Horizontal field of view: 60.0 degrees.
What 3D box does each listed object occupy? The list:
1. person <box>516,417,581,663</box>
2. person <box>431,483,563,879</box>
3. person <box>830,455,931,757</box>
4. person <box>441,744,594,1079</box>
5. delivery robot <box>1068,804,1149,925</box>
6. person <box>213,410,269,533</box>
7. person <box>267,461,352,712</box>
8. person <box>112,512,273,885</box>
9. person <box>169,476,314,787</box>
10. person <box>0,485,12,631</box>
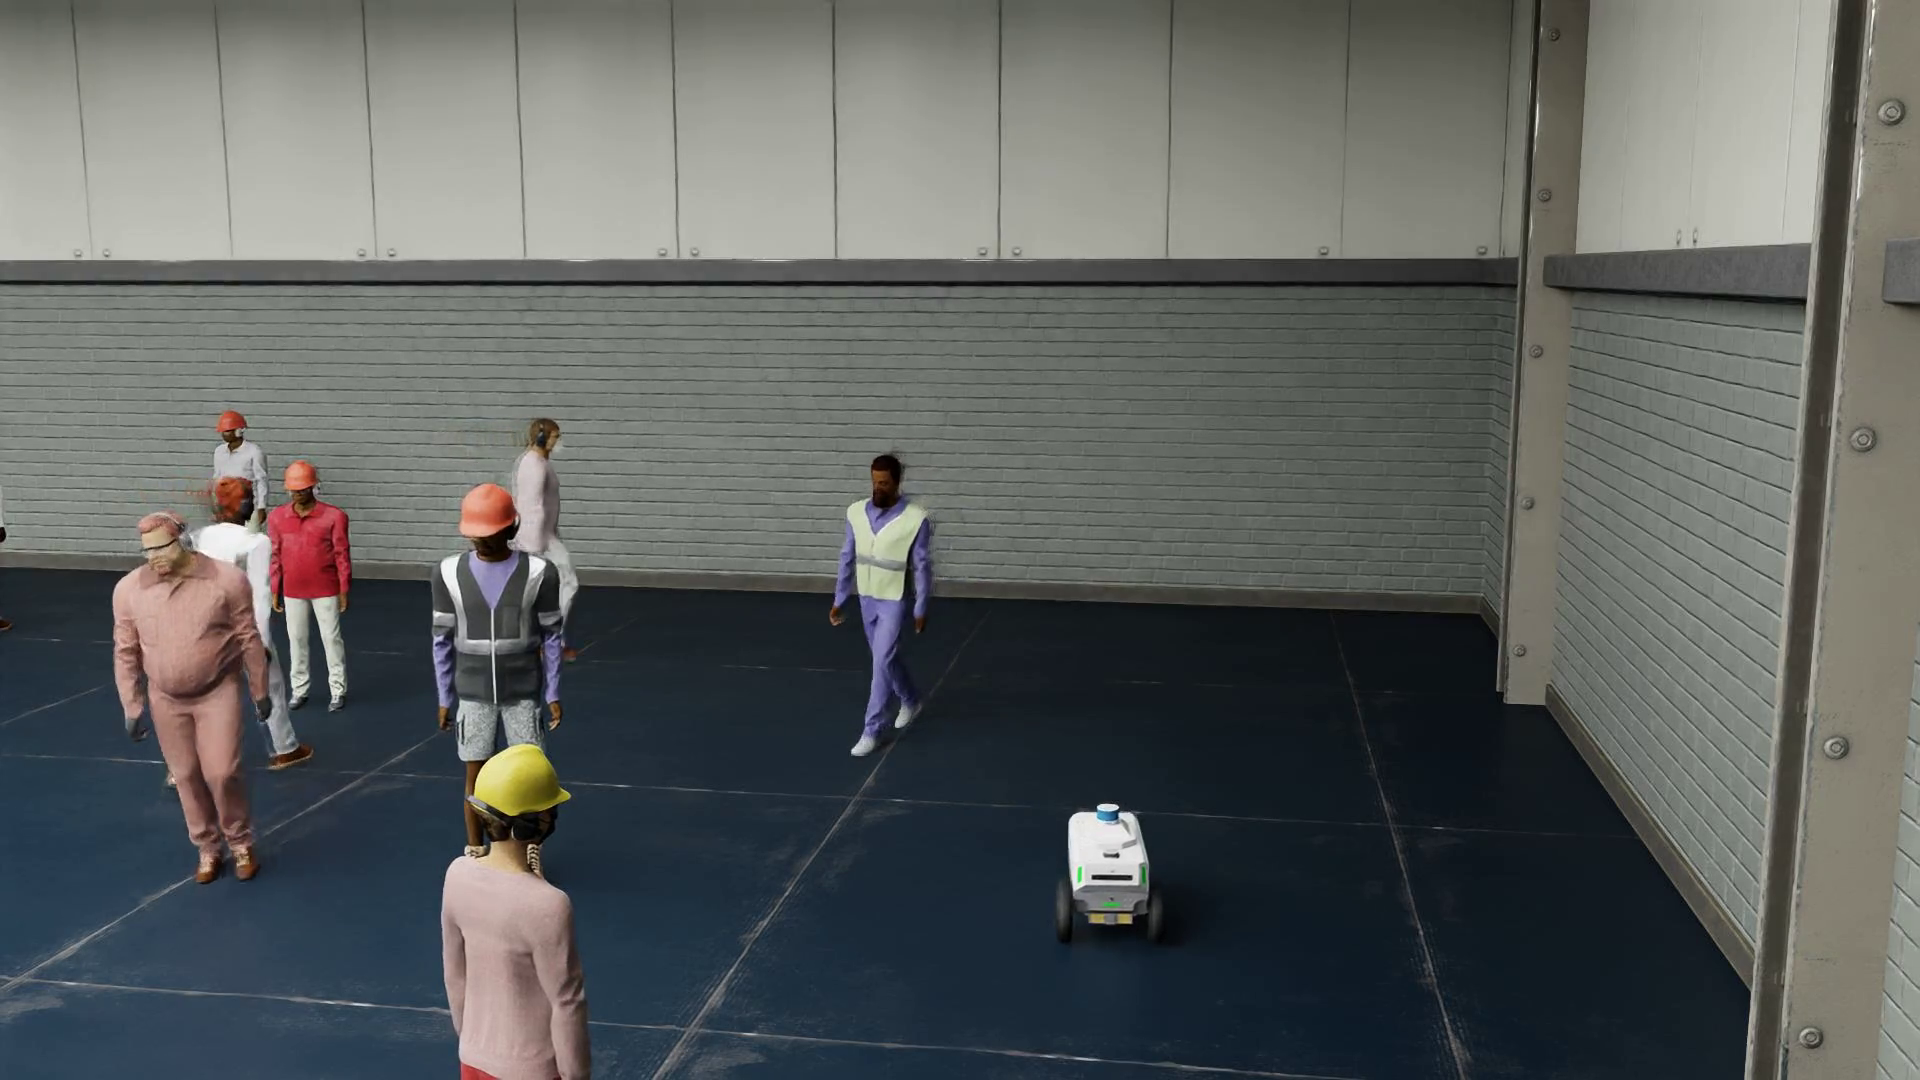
[{"bbox_3d":[-3.151,0.007,12.849,0.591,1.921,0.631,-3,10,-17],"label":"person"},{"bbox_3d":[-2.221,0.732,8.009,0.616,2.037,0.399,-1,9,-8],"label":"person"},{"bbox_3d":[-0.470,0.371,10.716,0.604,1.881,0.969,6,11,31],"label":"person"},{"bbox_3d":[-1.190,1.424,4.562,0.532,1.768,0.311,7,11,36],"label":"person"},{"bbox_3d":[0.683,1.469,7.717,0.477,0.478,0.707,0,9,1],"label":"delivery robot"},{"bbox_3d":[-6.681,-0.330,15.417,0.569,1.747,0.340,3,10,18],"label":"person"},{"bbox_3d":[-4.475,0.322,11.431,0.570,1.743,0.352,0,9,-1],"label":"person"},{"bbox_3d":[-3.768,0.787,8.156,0.676,1.879,0.513,-2,9,-10],"label":"person"},{"bbox_3d":[-4.303,0.539,9.823,0.589,1.836,1.013,3,10,18],"label":"person"},{"bbox_3d":[-8.265,-0.141,13.849,0.585,1.882,0.343,-1,9,-9],"label":"person"}]
